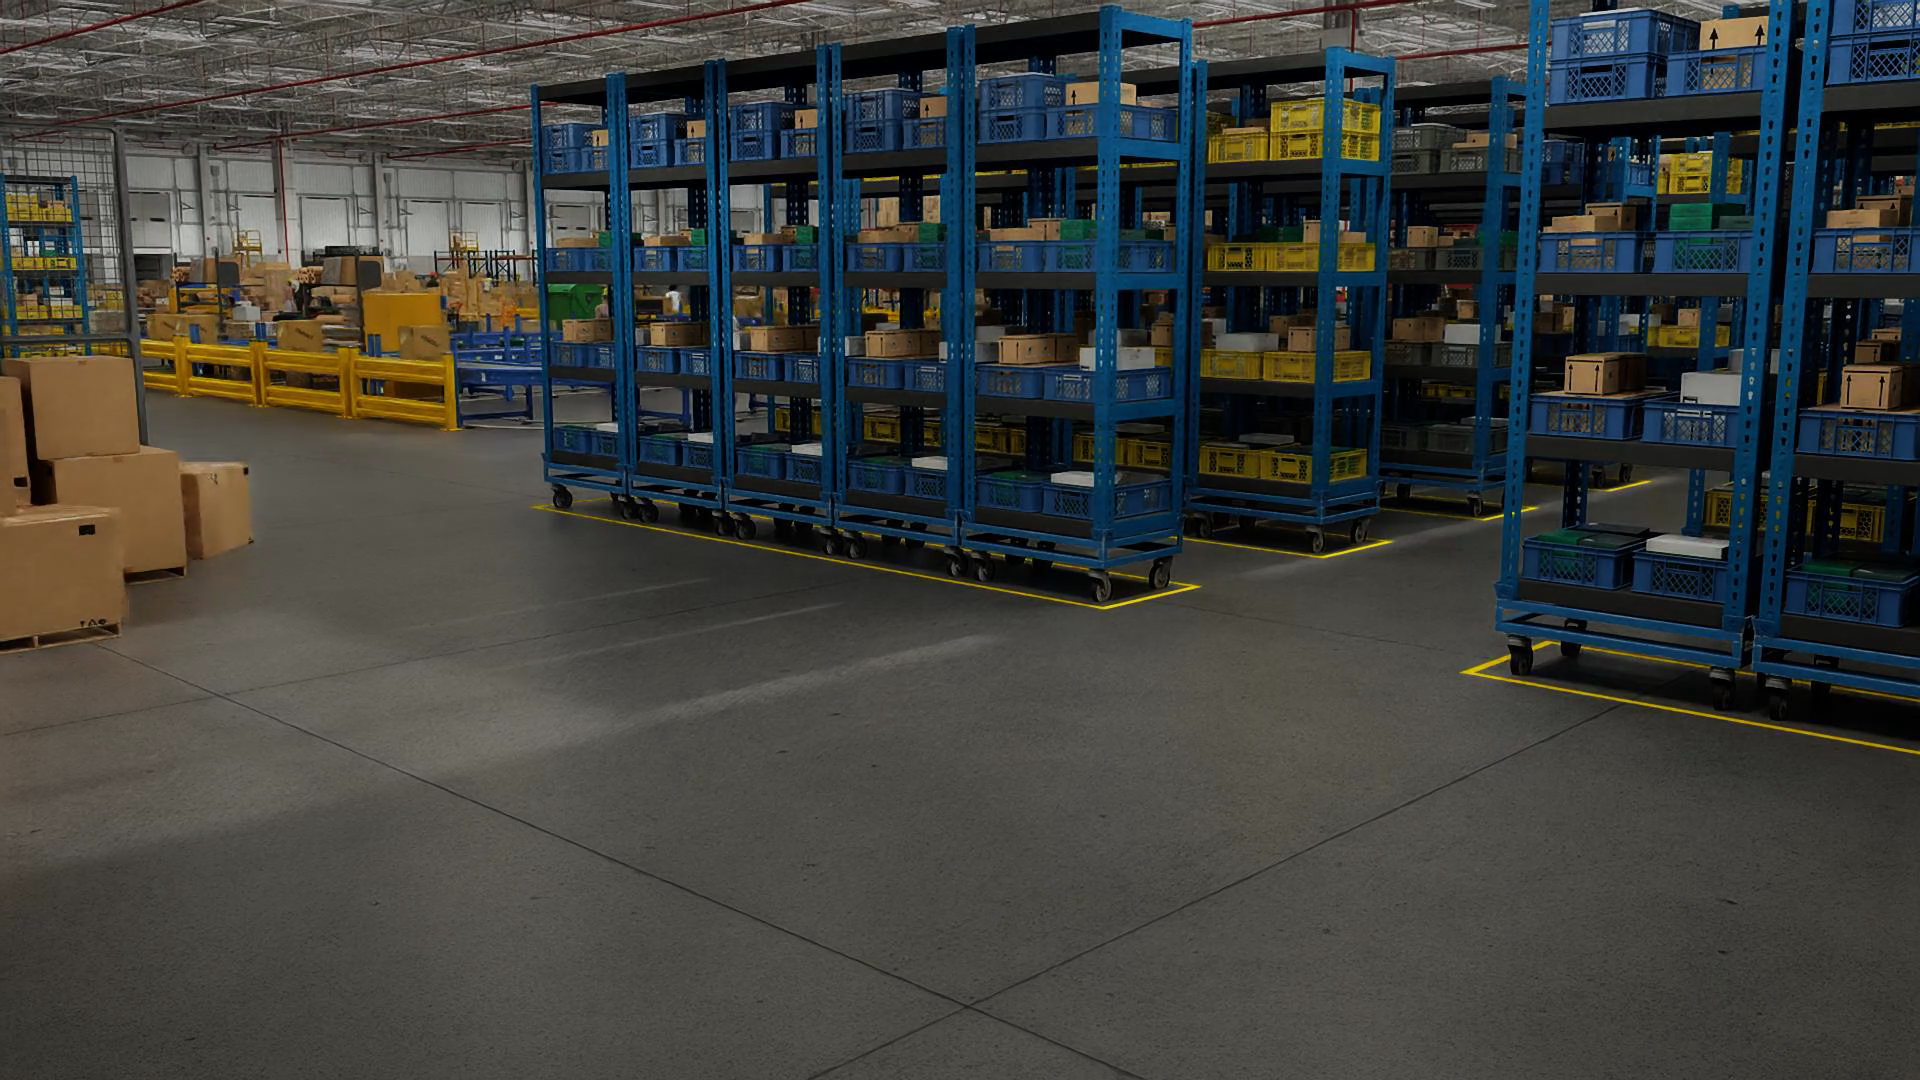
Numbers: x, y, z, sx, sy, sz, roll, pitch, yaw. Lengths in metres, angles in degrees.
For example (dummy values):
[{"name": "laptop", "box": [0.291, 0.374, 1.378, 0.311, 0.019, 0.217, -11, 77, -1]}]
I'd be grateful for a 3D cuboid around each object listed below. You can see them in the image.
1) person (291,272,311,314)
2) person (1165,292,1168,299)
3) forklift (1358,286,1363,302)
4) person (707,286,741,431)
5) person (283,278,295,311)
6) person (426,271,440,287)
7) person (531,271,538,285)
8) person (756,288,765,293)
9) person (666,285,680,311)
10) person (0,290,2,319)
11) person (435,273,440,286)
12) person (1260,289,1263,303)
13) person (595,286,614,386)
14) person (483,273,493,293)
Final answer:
[{"name": "person", "box": [-24.586, -9.070, 62.123, 0.681, 2.000, 0.536, -4, 10, -23]}, {"name": "person", "box": [7.072, -7.726, 54.434, 0.946, 1.865, 0.659, -6, 11, -32]}, {"name": "forklift", "box": [11.100, -7.017, 46.970, 1.873, 2.768, 1.129, 9, 13, 43]}, {"name": "person", "box": [-2.611, -1.899, 18.571, 0.408, 1.905, 0.654, -7, 11, -36]}, {"name": "person", "box": [-25.444, -9.097, 63.222, 0.441, 1.727, 0.574, 5, 11, 29]}, {"name": "person", "box": [-18.739, -8.586, 59.306, 0.618, 1.994, 0.383, 5, 11, 29]}, {"name": "person", "box": [-24.693, -14.680, 96.883, 0.580, 1.919, 0.530, 3, 10, 18]}, {"name": "person", "box": [-8.207, -10.179, 69.235, 0.542, 1.939, 0.361, 2, 10, 15]}, {"name": "person", "box": [-8.798, -7.112, 51.270, 0.811, 1.670, 0.537, 9, 13, 44]}, {"name": "person", "box": [-24.702, -5.800, 42.262, 0.627, 1.988, 1.078, -1, 9, -8]}, {"name": "person", "box": [-23.735, -11.189, 75.450, 0.649, 1.929, 0.443, 8, 12, 40]}, {"name": "person", "box": [10.451, -8.328, 58.718, 0.633, 1.670, 0.407, -2, 10, -13]}, {"name": "person", "box": [-6.195, -3.605, 29.451, 0.525, 1.772, 0.304, -5, 11, -29]}, {"name": "person", "box": [-24.093, -12.730, 85.071, 0.741, 1.863, 0.937, 4, 10, 21]}]
